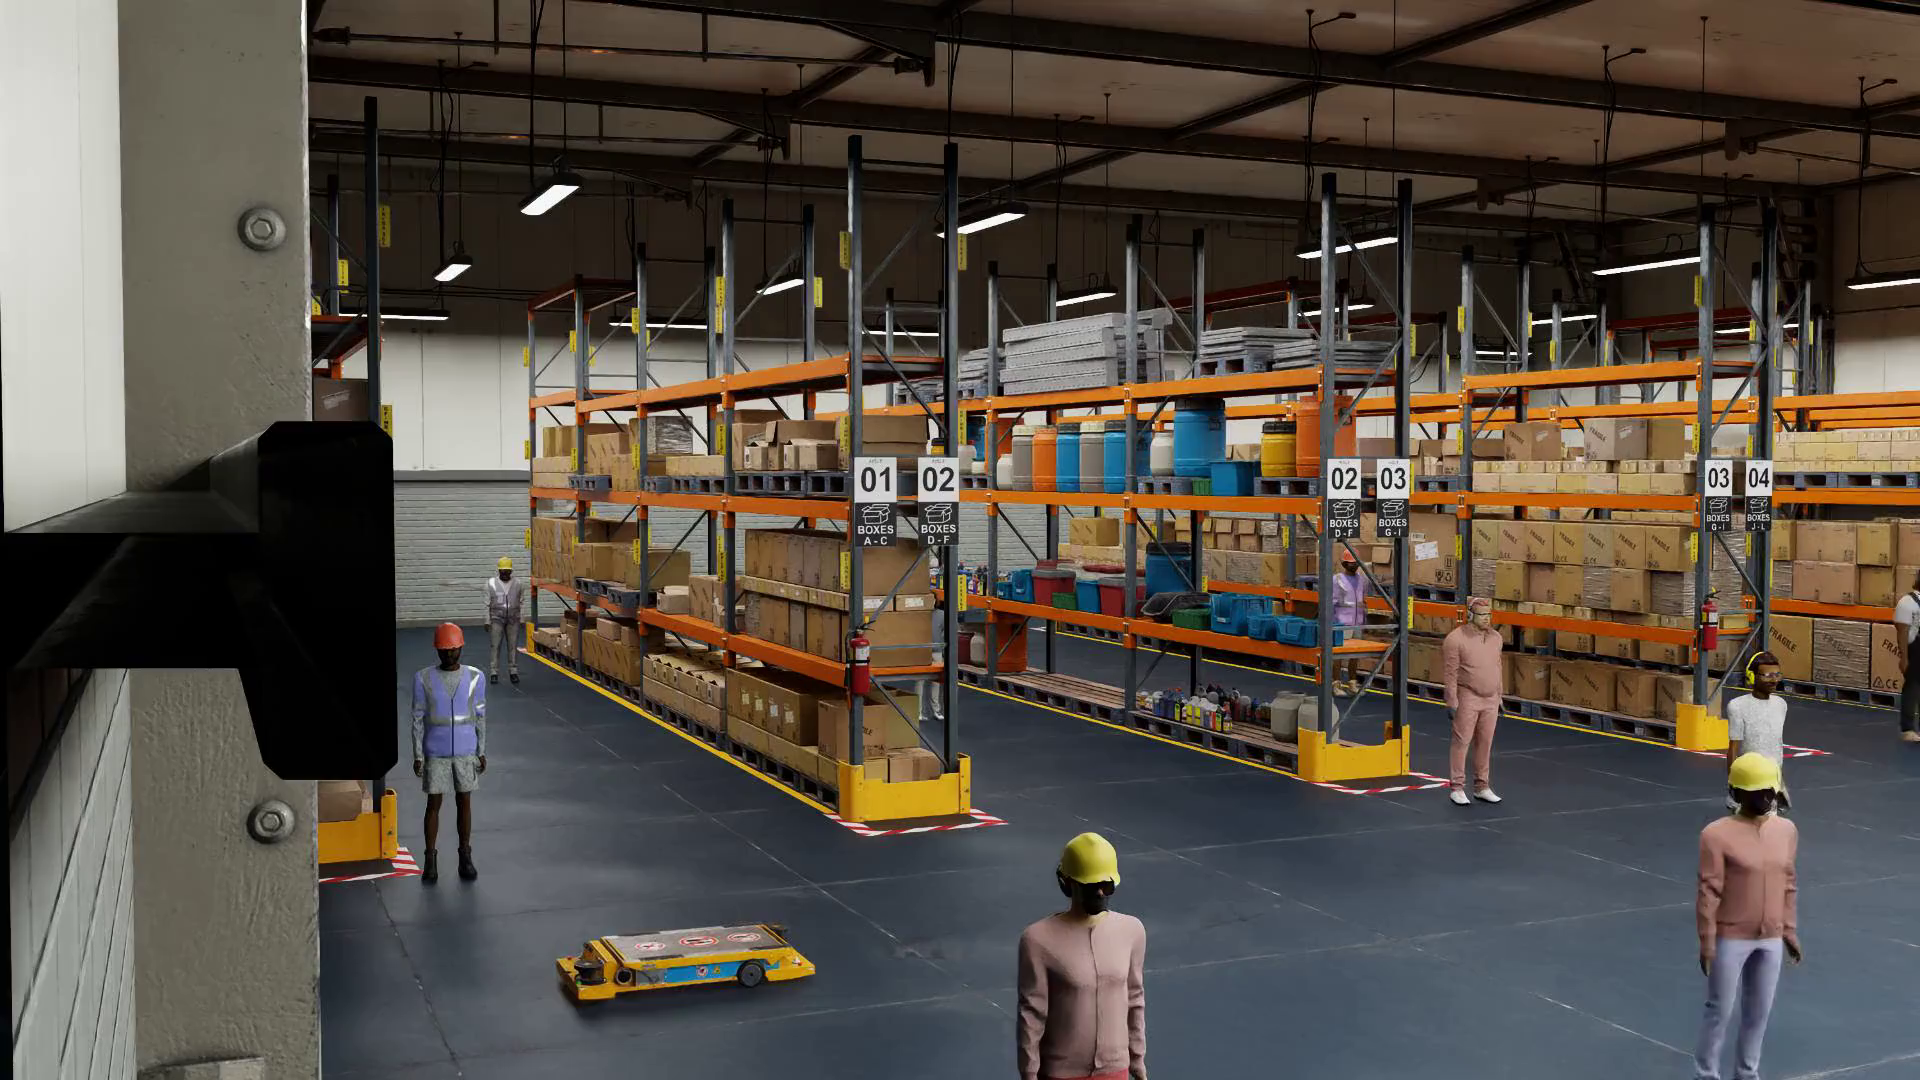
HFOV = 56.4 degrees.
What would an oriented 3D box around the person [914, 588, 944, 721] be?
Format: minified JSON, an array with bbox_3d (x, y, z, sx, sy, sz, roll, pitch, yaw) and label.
[{"bbox_3d":[-0.378,1.407,22.080,0.507,1.631,0.266,-1,2,-23],"label":"person"}]

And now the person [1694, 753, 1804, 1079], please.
[{"bbox_3d":[3.717,1.874,8.459,0.549,1.754,0.394,-1,2,-15],"label":"person"}]

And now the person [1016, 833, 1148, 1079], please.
[{"bbox_3d":[0.459,1.939,6.525,0.533,1.765,0.331,-1,2,-23],"label":"person"}]

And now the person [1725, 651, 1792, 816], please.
[{"bbox_3d":[5.382,1.675,12.068,0.533,1.868,0.310,-1,2,-23],"label":"person"}]

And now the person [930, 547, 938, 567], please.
[{"bbox_3d":[-0.364,0.923,35.212,0.534,1.633,0.343,-1,2,-17],"label":"person"}]

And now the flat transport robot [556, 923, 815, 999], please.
[{"bbox_3d":[-1.656,2.526,10.816,1.431,0.197,0.652,-1,3,-23],"label":"flat transport robot"}]

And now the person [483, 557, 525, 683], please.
[{"bbox_3d":[-6.618,1.158,26.055,0.600,1.827,0.404,-1,2,-23],"label":"person"}]

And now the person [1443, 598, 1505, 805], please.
[{"bbox_3d":[4.782,1.485,16.566,0.651,1.904,0.403,-1,2,-23],"label":"person"}]

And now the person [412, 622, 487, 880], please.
[{"bbox_3d":[-3.846,1.586,13.521,0.551,1.934,0.373,-1,2,-23],"label":"person"}]

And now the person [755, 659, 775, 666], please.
[{"bbox_3d":[-3.059,1.078,28.272,0.529,1.830,0.398,-1,2,-25],"label":"person"}]

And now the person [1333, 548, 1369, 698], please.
[{"bbox_3d":[5.306,1.119,24.326,0.614,2.040,0.390,-1,2,-23],"label":"person"}]

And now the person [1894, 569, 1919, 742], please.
[{"bbox_3d":[10.997,1.294,20.347,0.703,2.000,0.538,-1,2,-16],"label":"person"}]
